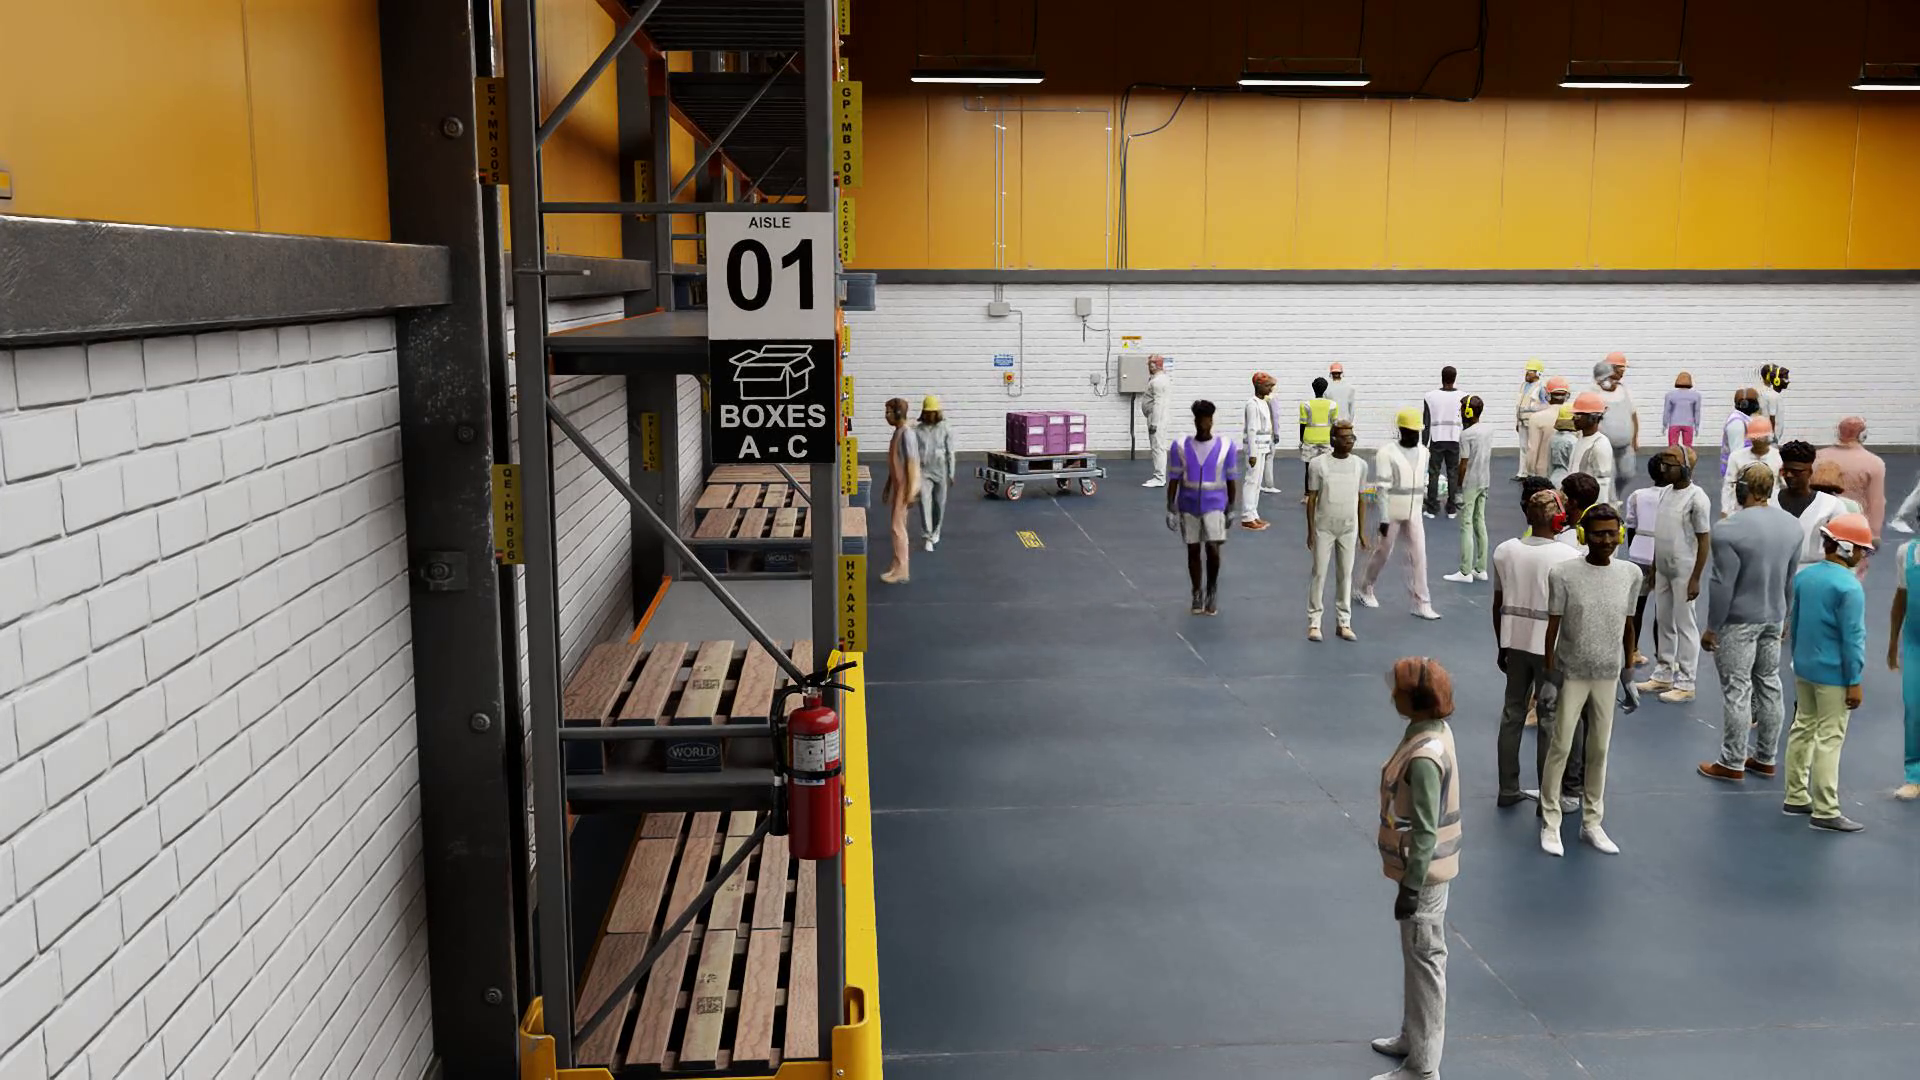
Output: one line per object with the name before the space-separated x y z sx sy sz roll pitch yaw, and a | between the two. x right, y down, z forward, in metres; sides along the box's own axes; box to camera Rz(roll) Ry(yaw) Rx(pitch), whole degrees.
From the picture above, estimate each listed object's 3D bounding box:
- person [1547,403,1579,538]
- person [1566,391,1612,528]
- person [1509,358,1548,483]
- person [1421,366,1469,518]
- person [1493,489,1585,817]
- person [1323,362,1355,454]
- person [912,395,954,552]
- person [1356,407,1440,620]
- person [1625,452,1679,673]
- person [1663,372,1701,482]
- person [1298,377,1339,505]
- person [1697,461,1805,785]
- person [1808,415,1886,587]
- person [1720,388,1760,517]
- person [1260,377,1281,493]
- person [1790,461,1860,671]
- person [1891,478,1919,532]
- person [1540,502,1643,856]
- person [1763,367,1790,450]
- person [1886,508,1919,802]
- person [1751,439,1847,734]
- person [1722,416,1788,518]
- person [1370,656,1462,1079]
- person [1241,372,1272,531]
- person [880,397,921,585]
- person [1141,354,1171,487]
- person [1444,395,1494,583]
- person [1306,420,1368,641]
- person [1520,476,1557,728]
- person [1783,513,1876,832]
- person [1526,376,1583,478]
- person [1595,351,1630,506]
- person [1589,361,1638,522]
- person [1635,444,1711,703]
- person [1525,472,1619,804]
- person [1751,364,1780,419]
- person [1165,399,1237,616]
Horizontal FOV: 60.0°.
person | 6.155 -0.522 16.916 0.283 1.746 0.493 -2 9 -13
person | 5.363 -0.255 14.309 0.375 2.044 0.604 0 9 2
person | 8.251 -1.707 24.072 0.403 1.837 0.590 -3 10 -20
person | 6.070 -1.216 20.788 0.594 1.908 0.395 1 9 5
person | 3.243 0.633 9.351 0.389 1.846 0.567 -8 12 -40
person | 5.576 -1.762 24.698 0.562 1.746 0.339 -2 9 -9
person | -0.315 -0.764 18.520 0.489 1.718 0.780 -1 9 -3
person | 3.942 -0.270 14.923 0.591 1.884 0.983 -4 10 -22
person | 5.332 0.165 12.744 0.321 1.699 0.535 -5 10 -28
person | 10.542 -1.643 24.308 0.507 1.630 0.268 3 10 19
person | 4.727 -1.299 21.954 0.538 1.696 0.317 0 9 1
person | 4.704 0.494 9.931 0.629 1.940 0.376 -3 10 -19
person | 7.289 -0.093 13.788 0.648 1.891 0.656 -6 11 -33
person | 8.344 -0.703 17.753 0.429 1.845 0.627 5 10 28
person | 4.266 -1.474 23.226 0.309 1.640 0.514 -5 11 -31
person | 6.558 0.212 12.661 0.499 1.632 0.281 7 11 37
person | 11.449 -0.899 19.454 0.497 1.697 0.911 -8 12 -43
person | 3.307 0.724 8.705 0.517 1.873 0.334 0 9 -2
person | 10.384 -1.267 21.208 0.322 1.871 0.531 4 10 23
person | 5.647 0.611 9.567 0.517 1.823 0.557 -6 11 -34
person | 5.490 0.310 11.000 0.612 1.963 0.363 8 12 40
person | 7.380 -0.285 15.439 0.573 1.749 0.351 7 12 38
person | 1.709 1.235 6.211 0.310 1.642 0.514 3 9 17
person | 3.549 -1.061 19.870 0.337 1.882 0.584 4 10 22
person | -0.604 -0.487 16.437 0.433 1.832 0.539 -2 9 -13
person | 2.803 -1.710 23.881 0.403 1.904 0.651 2 9 15
person | 5.059 -0.504 16.459 0.509 1.860 0.333 -7 12 -39
person | 3.125 -0.077 13.810 0.506 1.847 0.346 -1 9 -3
person | 3.876 0.414 11.195 0.318 1.695 0.539 3 10 18
person | 4.800 0.716 9.153 0.343 1.741 0.561 0 9 -3
person | 6.175 -0.708 17.304 0.623 1.992 0.396 -1 9 -5
person | 8.546 -1.460 21.880 0.392 2.040 0.611 0 9 -2
person | 8.025 -1.245 20.532 0.723 2.000 0.649 0 9 -2
person | 5.101 0.236 11.845 0.329 1.844 0.509 -2 9 -11
person | 3.532 0.568 9.537 0.591 1.920 0.393 -9 12 -43
person | 10.813 -1.436 22.337 0.408 1.847 0.565 4 10 21
person | 2.132 -0.283 14.785 0.611 1.940 0.594 2 9 15
